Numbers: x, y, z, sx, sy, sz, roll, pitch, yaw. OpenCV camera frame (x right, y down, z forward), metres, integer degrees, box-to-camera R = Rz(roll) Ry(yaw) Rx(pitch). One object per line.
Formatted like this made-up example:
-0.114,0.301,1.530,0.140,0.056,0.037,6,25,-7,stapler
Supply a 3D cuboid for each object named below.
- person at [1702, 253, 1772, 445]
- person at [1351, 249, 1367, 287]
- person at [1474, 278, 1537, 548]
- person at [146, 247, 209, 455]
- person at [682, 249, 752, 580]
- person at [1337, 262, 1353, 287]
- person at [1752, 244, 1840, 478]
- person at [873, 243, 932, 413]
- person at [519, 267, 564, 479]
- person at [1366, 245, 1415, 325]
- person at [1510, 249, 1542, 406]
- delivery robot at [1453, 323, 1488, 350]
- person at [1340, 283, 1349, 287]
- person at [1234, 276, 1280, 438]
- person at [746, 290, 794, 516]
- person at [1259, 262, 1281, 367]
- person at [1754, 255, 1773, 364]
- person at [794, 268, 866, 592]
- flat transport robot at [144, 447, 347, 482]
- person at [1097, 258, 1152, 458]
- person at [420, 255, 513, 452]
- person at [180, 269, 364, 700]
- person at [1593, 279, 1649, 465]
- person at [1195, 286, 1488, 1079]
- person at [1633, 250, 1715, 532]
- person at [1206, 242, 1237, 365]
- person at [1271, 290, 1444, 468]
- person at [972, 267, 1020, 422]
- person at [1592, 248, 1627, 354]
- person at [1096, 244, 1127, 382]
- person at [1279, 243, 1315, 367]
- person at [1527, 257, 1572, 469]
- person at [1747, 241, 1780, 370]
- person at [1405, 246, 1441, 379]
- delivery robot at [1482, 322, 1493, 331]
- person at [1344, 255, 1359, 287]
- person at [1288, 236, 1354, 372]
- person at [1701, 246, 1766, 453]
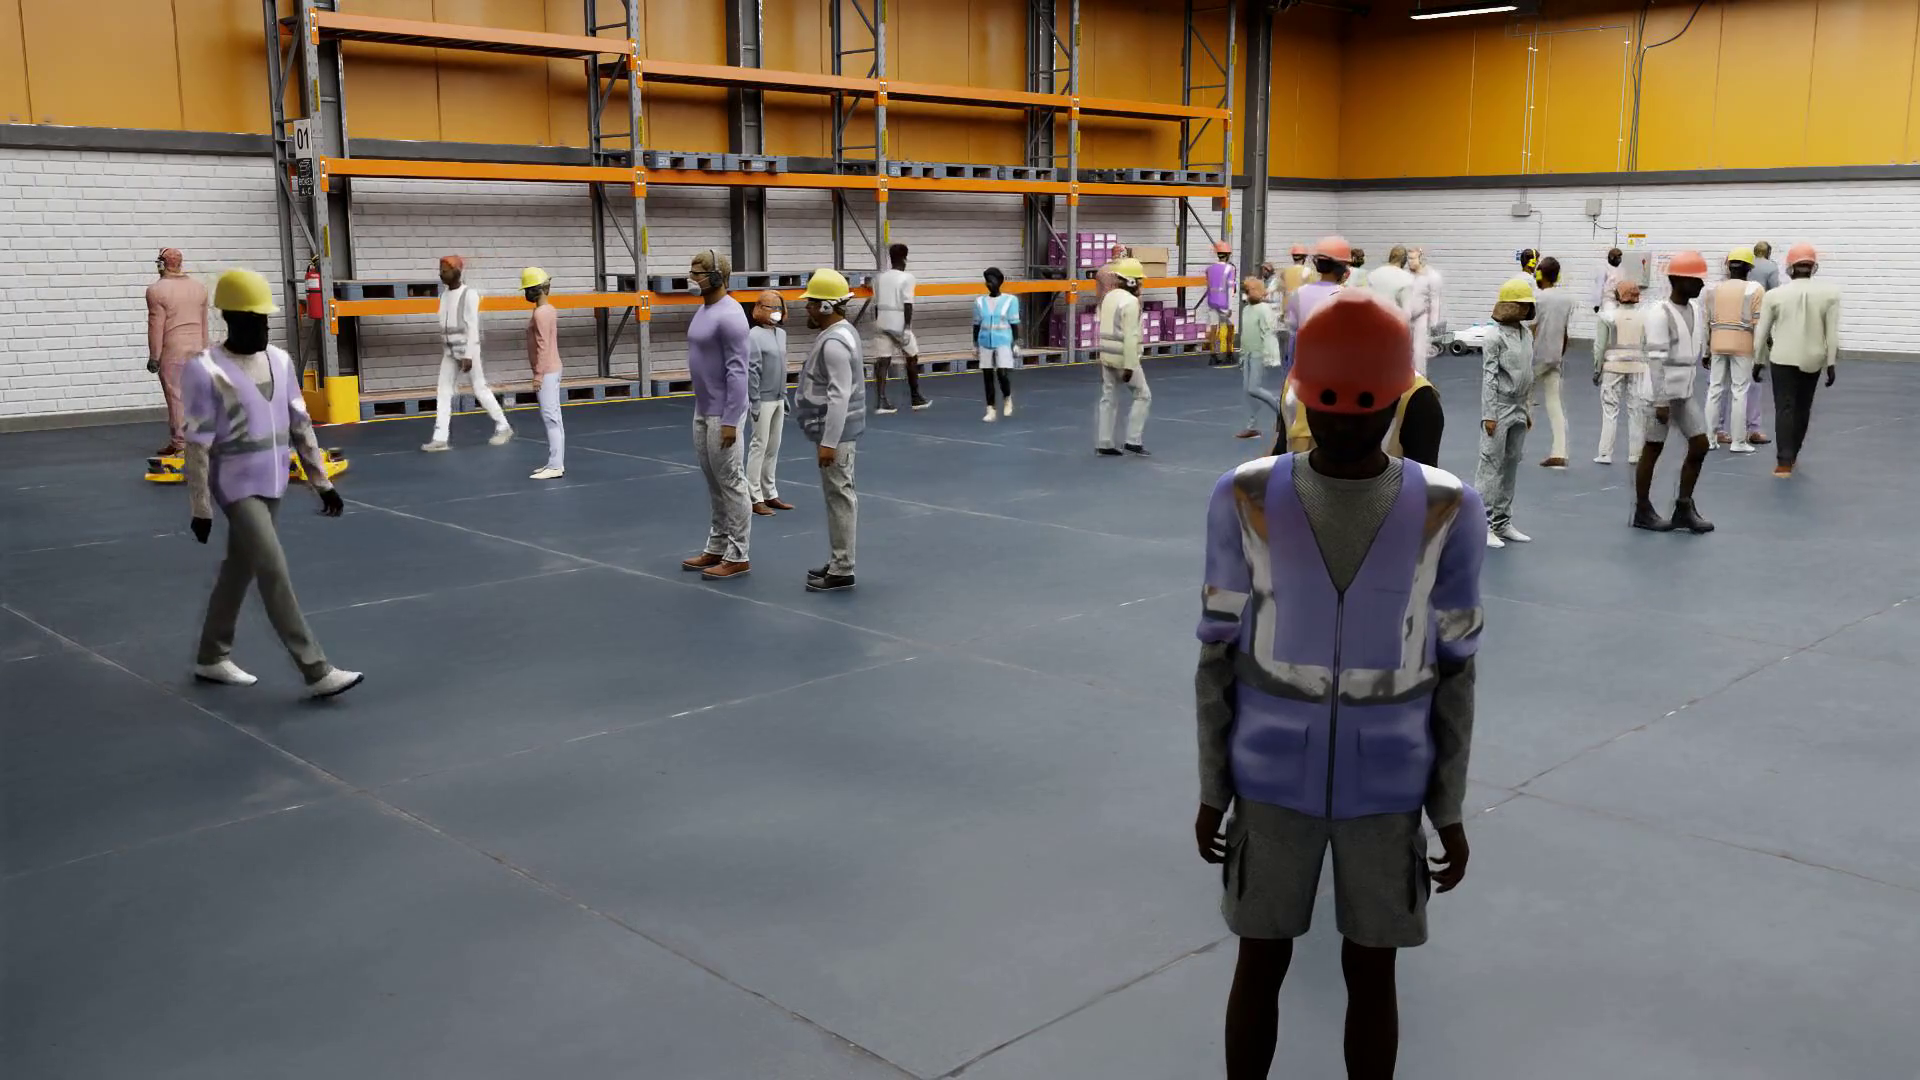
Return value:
7.507,-1.827,15.992,0.692,1.873,0.730,-3,11,-14,person
6.276,-3.686,26.309,0.629,1.798,0.942,-9,13,-39,person
3.589,-0.828,10.872,0.493,1.743,0.295,-9,14,-40,person
-7.250,-1.740,15.394,0.407,1.910,0.638,5,11,24,person
-1.435,-0.736,9.837,0.371,1.940,0.627,-5,12,-27,person
3.371,-1.641,15.066,0.603,1.835,0.421,0,10,3,person
7.084,-1.527,14.160,0.624,1.933,1.032,3,11,14,person
-0.691,-2.428,19.102,0.627,1.917,0.936,7,13,35,person
-3.484,-1.385,13.872,0.324,1.760,0.523,-1,10,-6,person
4.989,-2.513,19.595,0.603,1.913,0.670,-8,13,-39,person
6.738,-2.532,19.849,0.329,1.861,0.512,-3,11,-18,person
8.641,-3.392,27.841,0.707,0.478,0.477,6,12,31,delivery robot
3.138,-1.313,13.847,0.506,1.628,0.282,7,13,34,person
3.007,-1.816,16.596,0.481,1.612,0.531,-3,11,-15,person
-1.383,-1.001,12.114,0.280,1.631,0.507,4,11,22,person
4.724,-3.444,25.466,0.640,1.605,0.530,-8,13,-36,person
12.407,-3.626,25.711,0.595,1.900,0.471,-7,12,-32,person
-0.740,-0.621,9.494,0.403,1.835,0.586,0,10,0,person
-5.928,-0.637,13.847,1.431,0.197,0.652,-1,10,-5,flat transport robot
1.521,-1.637,15.107,0.586,1.811,0.614,-5,11,-24,person
-4.695,-1.782,15.807,0.579,1.845,0.954,7,13,34,person
-3.058,-0.234,7.283,0.984,1.873,0.602,3,11,15,person
5.853,-1.474,14.680,0.511,1.640,0.308,1,10,5,person
0.725,0.479,3.243,0.543,1.928,0.373,2,11,11,person
4.889,-0.980,11.215,0.580,1.914,0.680,-7,13,-34,person
4.128,-3.698,26.051,0.547,1.908,0.724,8,13,37,person
1.359,0.035,5.903,0.634,1.839,0.429,9,14,40,person
0.374,-2.109,18.012,0.545,1.680,0.375,5,11,24,person
11.030,-3.986,27.952,0.626,1.795,0.944,-7,12,-33,person
2.186,-3.130,23.000,0.407,1.902,0.640,-10,15,-44,person
4.881,-3.365,24.272,0.548,1.909,0.620,8,13,36,person
5.051,-1.558,14.631,0.537,1.819,0.934,-4,11,-22,person
11.978,-3.518,25.011,0.355,1.936,0.635,-8,13,-39,person
5.881,-2.825,21.374,0.508,1.886,0.689,-8,13,-37,person
8.972,-3.459,28.205,0.707,0.478,0.477,10,14,43,delivery robot
5.846,-3.556,25.522,0.519,1.820,0.951,-1,10,-7,person
2.646,-1.223,12.268,0.745,2.021,0.619,-10,14,-43,person
7.226,-1.774,15.553,0.375,1.919,0.584,-9,14,-41,person
